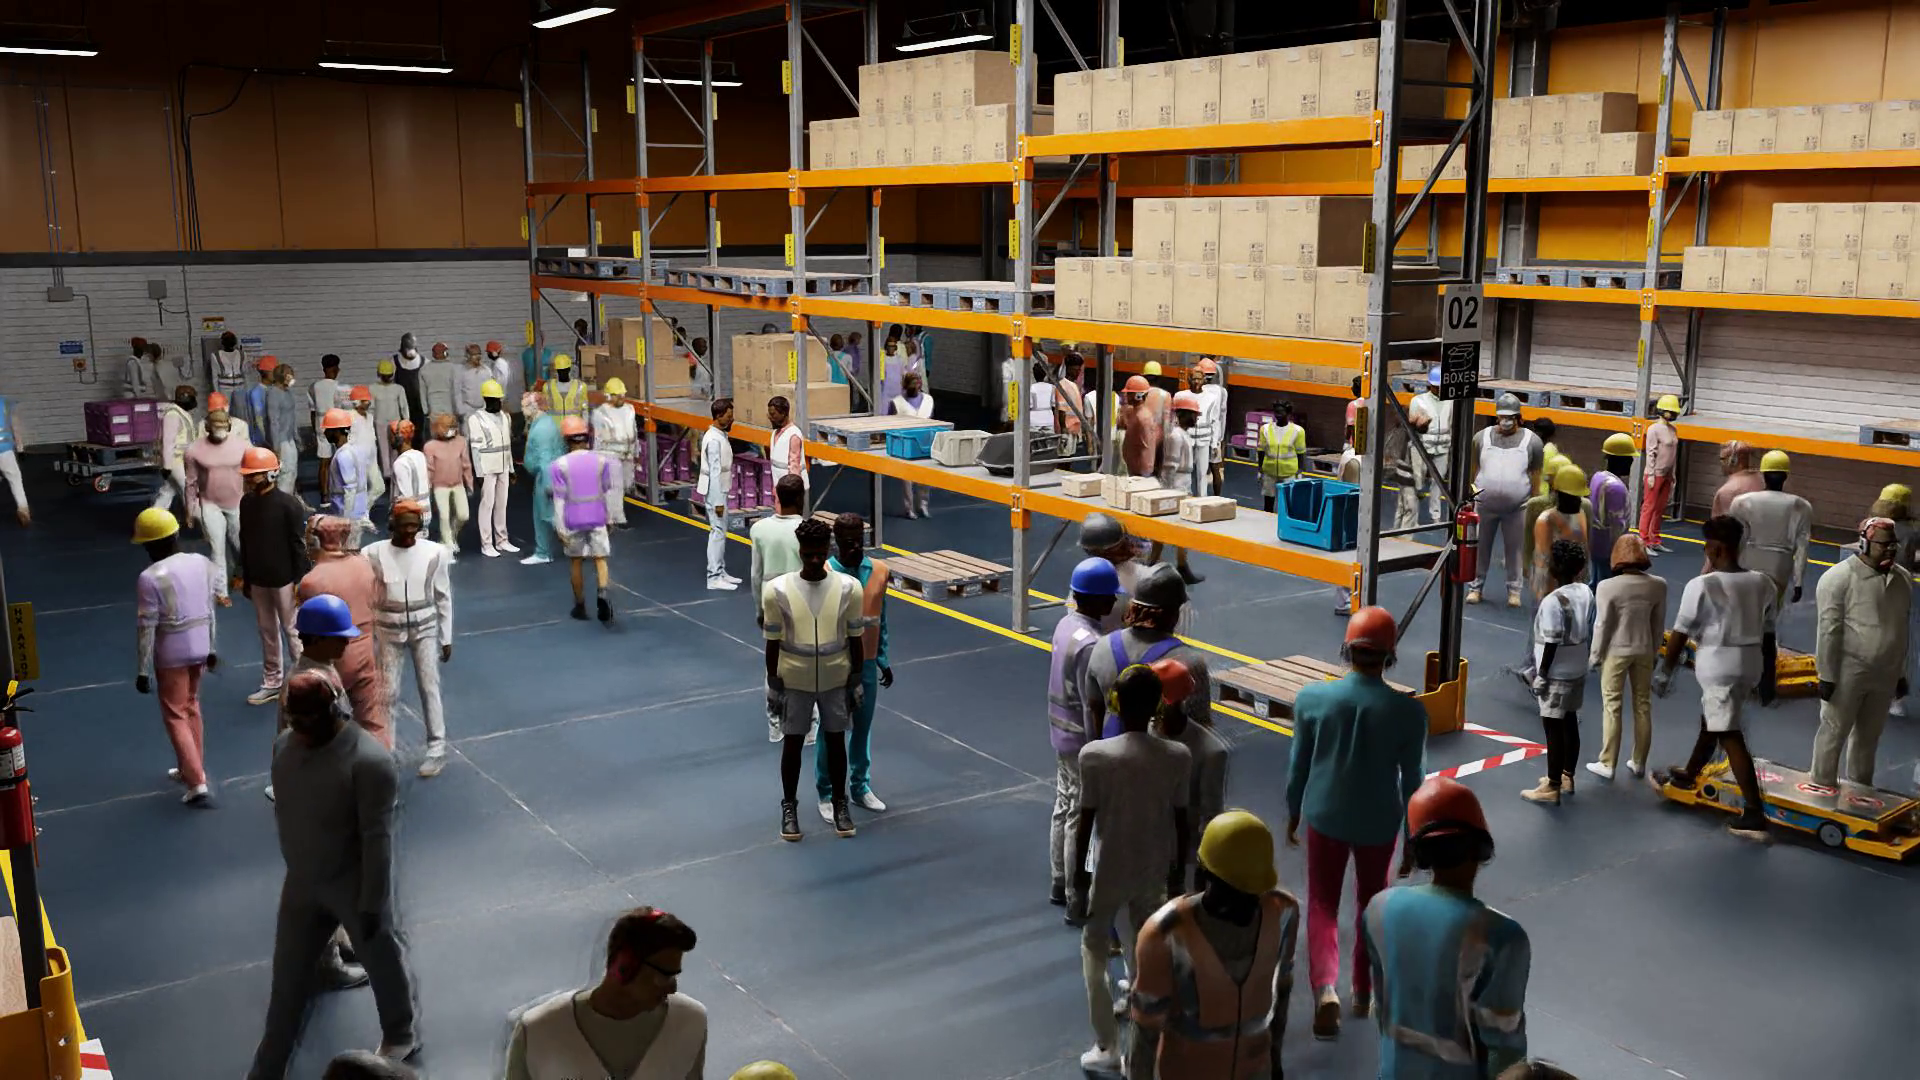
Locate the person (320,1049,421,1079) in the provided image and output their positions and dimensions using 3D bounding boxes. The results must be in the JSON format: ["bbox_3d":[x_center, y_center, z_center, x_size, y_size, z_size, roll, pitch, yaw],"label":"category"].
[{"bbox_3d":[-1.239,1.998,3.629,1.017,2.000,0.697,7,13,31],"label":"person"}]

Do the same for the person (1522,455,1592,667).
[{"bbox_3d":[4.879,0.183,13.649,0.533,1.760,0.342,2,11,11],"label":"person"}]

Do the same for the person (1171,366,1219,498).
[{"bbox_3d":[2.859,-1.170,20.249,0.573,1.883,0.355,1,11,3],"label":"person"}]

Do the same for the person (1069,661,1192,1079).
[{"bbox_3d":[0.711,1.427,7.055,0.527,1.849,0.477,-2,11,-8],"label":"person"}]

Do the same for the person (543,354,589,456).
[{"bbox_3d":[-5.097,-1.443,21.531,0.589,1.927,0.369,-1,11,-7],"label":"person"}]

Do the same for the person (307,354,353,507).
[{"bbox_3d":[-7.974,-1.390,21.178,0.600,1.957,0.368,2,11,10],"label":"person"}]

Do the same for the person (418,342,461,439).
[{"bbox_3d":[-7.377,-1.870,23.785,0.638,1.903,0.409,0,11,0],"label":"person"}]

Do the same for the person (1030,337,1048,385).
[{"bbox_3d":[1.231,-2.569,27.802,0.490,1.730,0.324,1,11,6],"label":"person"}]

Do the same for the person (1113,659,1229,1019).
[{"bbox_3d":[0.908,1.382,7.543,0.581,1.734,0.511,9,14,40],"label":"person"}]

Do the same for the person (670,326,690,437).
[{"bbox_3d":[-4.647,-2.622,27.710,0.334,1.873,0.517,8,14,37],"label":"person"}]

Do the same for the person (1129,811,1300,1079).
[{"bbox_3d":[0.845,1.746,5.359,0.610,1.867,0.875,-3,12,-17],"label":"person"}]

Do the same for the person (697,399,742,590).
[{"bbox_3d":[-2.407,-0.452,16.521,0.398,1.908,0.599,-1,11,-3],"label":"person"}]

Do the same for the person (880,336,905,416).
[{"bbox_3d":[-1.083,-2.249,25.873,0.507,1.842,0.339,-5,12,-23],"label":"person"}]

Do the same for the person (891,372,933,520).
[{"bbox_3d":[-0.538,-1.132,20.201,0.598,1.819,0.554,-6,12,-26],"label":"person"}]

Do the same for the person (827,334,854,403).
[{"bbox_3d":[-1.940,-2.334,26.299,0.517,1.843,0.326,0,11,2],"label":"person"}]

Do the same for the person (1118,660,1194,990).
[{"bbox_3d":[0.961,1.363,7.916,0.285,1.636,0.500,10,15,40],"label":"person"}]

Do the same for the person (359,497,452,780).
[{"bbox_3d":[-3.653,0.644,10.979,0.598,1.876,0.416,-5,12,-24],"label":"person"}]

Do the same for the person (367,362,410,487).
[{"bbox_3d":[-7.868,-1.601,22.919,0.535,1.712,0.939,-7,13,-32],"label":"person"}]

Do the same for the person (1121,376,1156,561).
[{"bbox_3d":[1.913,-0.775,17.938,0.381,1.994,0.620,0,11,0],"label":"person"}]

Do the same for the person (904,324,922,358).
[{"bbox_3d":[-0.841,-2.918,29.287,0.345,1.847,0.506,1,11,7],"label":"person"}]

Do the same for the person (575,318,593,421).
[{"bbox_3d":[-6.483,-2.872,28.843,0.366,1.932,0.631,-5,12,-24],"label":"person"}]

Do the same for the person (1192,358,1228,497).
[{"bbox_3d":[3.052,-1.289,20.710,0.542,1.939,0.361,-5,12,-25],"label":"person"}]

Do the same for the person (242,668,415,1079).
[{"bbox_3d":[-2.662,1.454,6.883,0.666,1.854,0.961,5,12,23],"label":"person"}]

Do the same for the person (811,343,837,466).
[{"bbox_3d":[-2.049,-2.026,24.697,0.513,1.860,0.334,10,15,43],"label":"person"}]

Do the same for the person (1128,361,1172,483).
[{"bbox_3d":[2.361,-1.307,20.937,0.600,1.892,0.940,4,12,21],"label":"person"}]

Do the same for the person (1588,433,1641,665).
[{"bbox_3d":[5.378,0.073,13.769,0.366,1.926,0.594,1,11,3],"label":"person"}]

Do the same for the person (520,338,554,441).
[{"bbox_3d":[-6.958,-2.519,27.414,0.564,1.781,1.005,0,11,2],"label":"person"}]

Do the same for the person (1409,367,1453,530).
[{"bbox_3d":[5.565,-1.070,19.589,0.605,1.938,0.412,-2,11,-8],"label":"person"}]

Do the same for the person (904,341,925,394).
[{"bbox_3d":[-0.827,-2.502,27.692,0.521,1.636,0.311,5,12,26],"label":"person"}]

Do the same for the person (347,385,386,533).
[{"bbox_3d":[-6.966,-0.941,19.430,0.358,1.742,0.581,3,12,16],"label":"person"}]

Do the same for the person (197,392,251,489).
[{"bbox_3d":[-8.348,-0.843,18.956,0.601,1.727,0.556,-3,11,-15],"label":"person"}]

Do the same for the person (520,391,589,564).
[{"bbox_3d":[-4.291,-0.651,17.607,0.731,1.877,0.667,-2,11,-11],"label":"person"}]

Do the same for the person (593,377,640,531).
[{"bbox_3d":[-4.100,-1.031,19.701,0.637,1.816,0.599,9,14,37],"label":"person"}]

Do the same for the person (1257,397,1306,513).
[{"bbox_3d":[3.570,-0.748,18.555,0.540,1.697,0.317,5,12,23],"label":"person"}]

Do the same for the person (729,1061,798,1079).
[{"bbox_3d":[-0.494,2.078,4.022,0.489,1.729,0.322,5,12,26],"label":"person"}]

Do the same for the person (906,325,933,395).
[{"bbox_3d":[-0.776,-3.158,30.570,0.429,1.828,0.640,-10,15,-43],"label":"person"}]

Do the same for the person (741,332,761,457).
[{"bbox_3d":[-3.173,-2.238,25.617,0.399,1.920,0.590,7,13,33],"label":"person"}]

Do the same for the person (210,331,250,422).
[{"bbox_3d":[-11.588,-2.379,26.467,0.575,1.876,0.356,-9,14,-39],"label":"person"}]

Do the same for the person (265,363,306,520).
[{"bbox_3d":[-8.214,-1.176,20.171,0.392,1.928,0.638,-2,11,-11],"label":"person"}]

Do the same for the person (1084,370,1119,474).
[{"bbox_3d":[1.738,-1.196,20.465,0.563,1.848,0.389,-10,15,-42],"label":"person"}]

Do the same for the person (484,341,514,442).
[{"bbox_3d":[-7.313,-2.274,26.247,0.373,1.737,0.592,-1,11,-6],"label":"person"}]

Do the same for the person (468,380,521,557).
[{"bbox_3d":[-5.082,-0.786,18.167,0.363,1.928,0.587,5,12,26],"label":"person"}]

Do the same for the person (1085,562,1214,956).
[{"bbox_3d":[0.986,1.102,8.211,0.684,2.000,0.538,9,14,40],"label":"person"}]

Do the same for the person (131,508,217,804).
[{"bbox_3d":[-4.984,0.713,10.620,0.698,1.896,0.640,4,12,19],"label":"person"}]
